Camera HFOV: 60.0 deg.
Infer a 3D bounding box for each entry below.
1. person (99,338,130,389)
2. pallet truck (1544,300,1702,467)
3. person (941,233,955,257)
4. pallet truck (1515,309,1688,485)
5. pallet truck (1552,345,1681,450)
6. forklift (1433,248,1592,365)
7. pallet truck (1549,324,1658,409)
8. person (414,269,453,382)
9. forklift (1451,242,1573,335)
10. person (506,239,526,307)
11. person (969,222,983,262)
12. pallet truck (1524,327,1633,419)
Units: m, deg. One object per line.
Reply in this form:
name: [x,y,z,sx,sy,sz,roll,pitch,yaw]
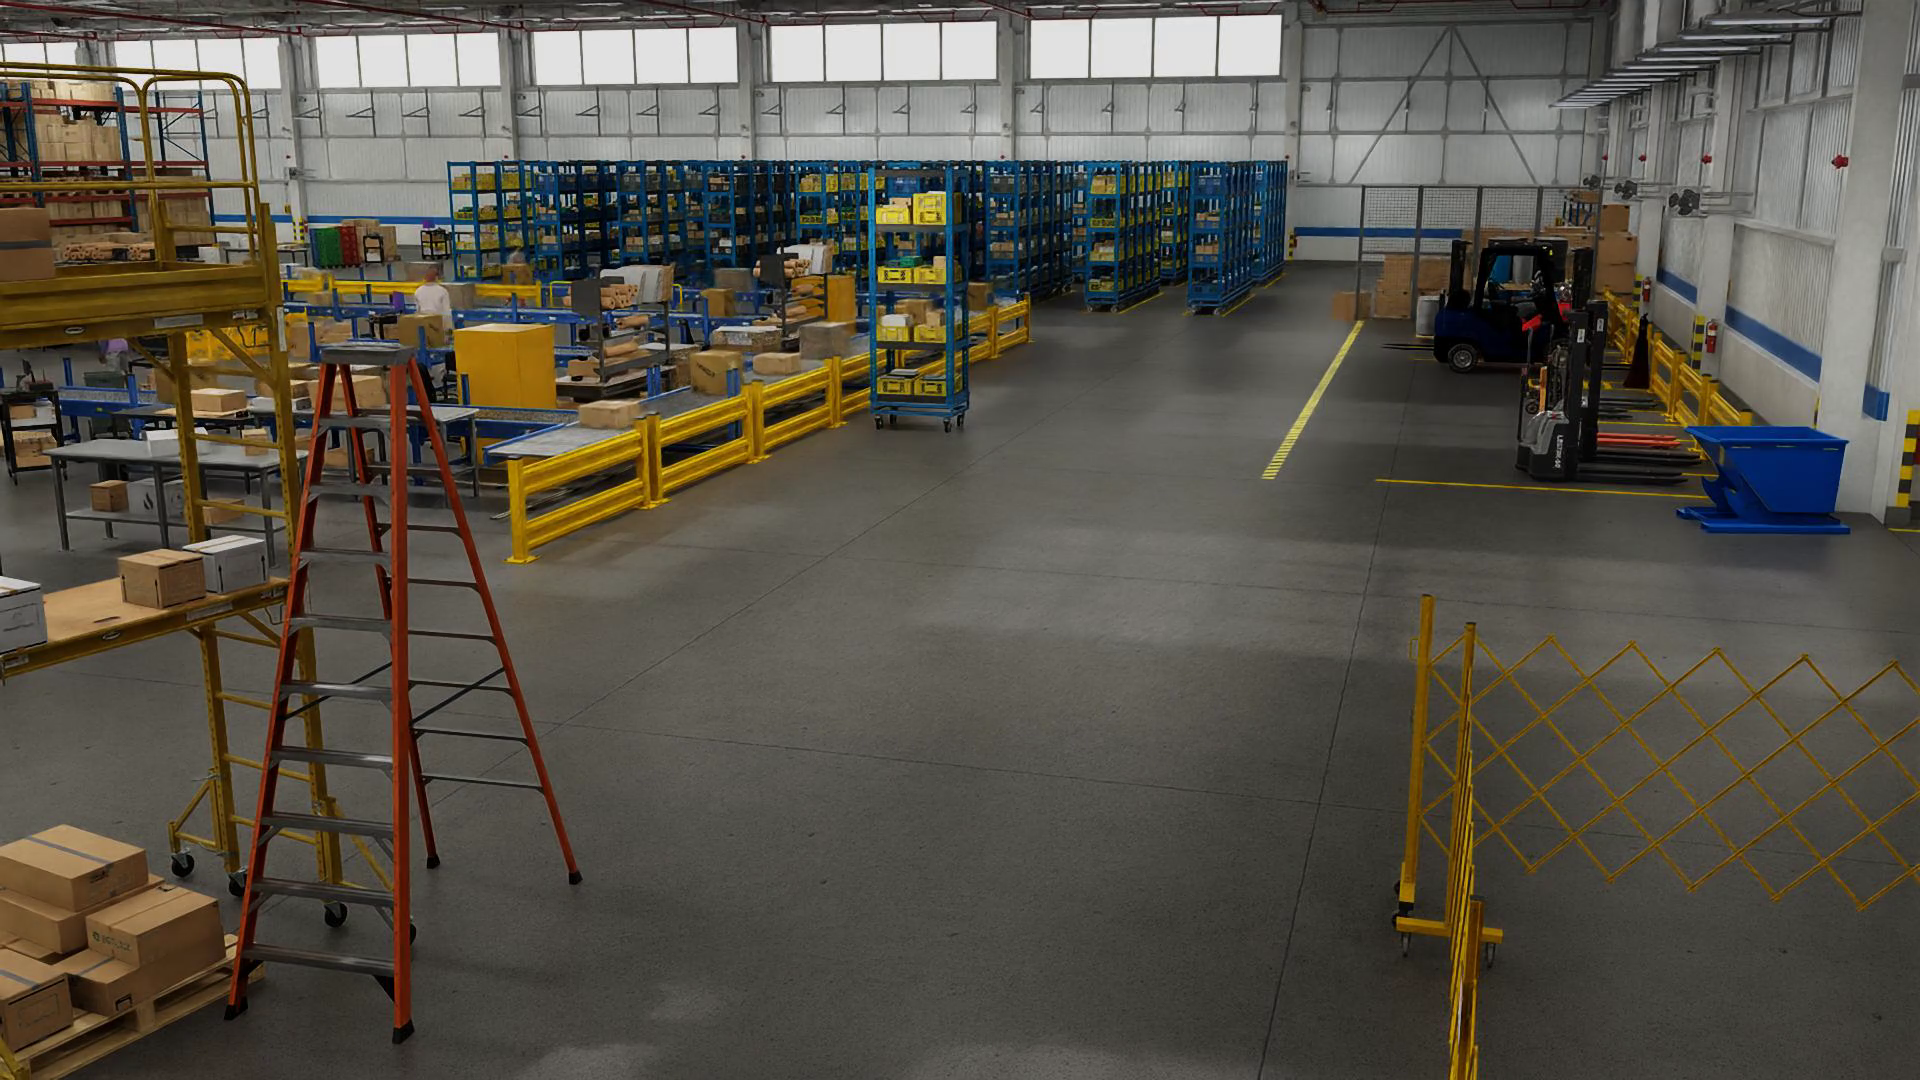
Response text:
person: [-12.297,-2.789,24.146,0.396,2.044,0.609,2,13,9]
pallet truck: [8.263,-1.952,20.631,1.885,1.965,0.823,5,14,20]
person: [-0.431,-8.561,49.572,0.540,1.824,0.566,6,14,23]
pallet truck: [7.554,-1.677,19.446,1.885,1.965,0.823,3,13,14]
pallet truck: [8.641,-1.896,21.908,1.630,1.274,0.653,4,14,16]
forklift: [9.780,-4.111,29.280,2.680,1.987,1.157,3,13,14]
pallet truck: [9.824,-2.669,25.407,1.601,1.201,0.680,4,14,16]
person: [-8.847,-3.622,28.075,0.641,1.898,0.396,3,13,15]
forklift: [10.464,-4.597,31.405,2.680,1.987,1.157,4,14,16]
person: [-10.841,-6.489,40.768,0.504,1.753,0.528,5,14,20]
person: [0.546,-9.219,52.143,0.657,1.949,0.600,-4,14,-16]
pallet truck: [9.065,-2.460,24.370,1.522,1.261,0.704,3,13,14]
